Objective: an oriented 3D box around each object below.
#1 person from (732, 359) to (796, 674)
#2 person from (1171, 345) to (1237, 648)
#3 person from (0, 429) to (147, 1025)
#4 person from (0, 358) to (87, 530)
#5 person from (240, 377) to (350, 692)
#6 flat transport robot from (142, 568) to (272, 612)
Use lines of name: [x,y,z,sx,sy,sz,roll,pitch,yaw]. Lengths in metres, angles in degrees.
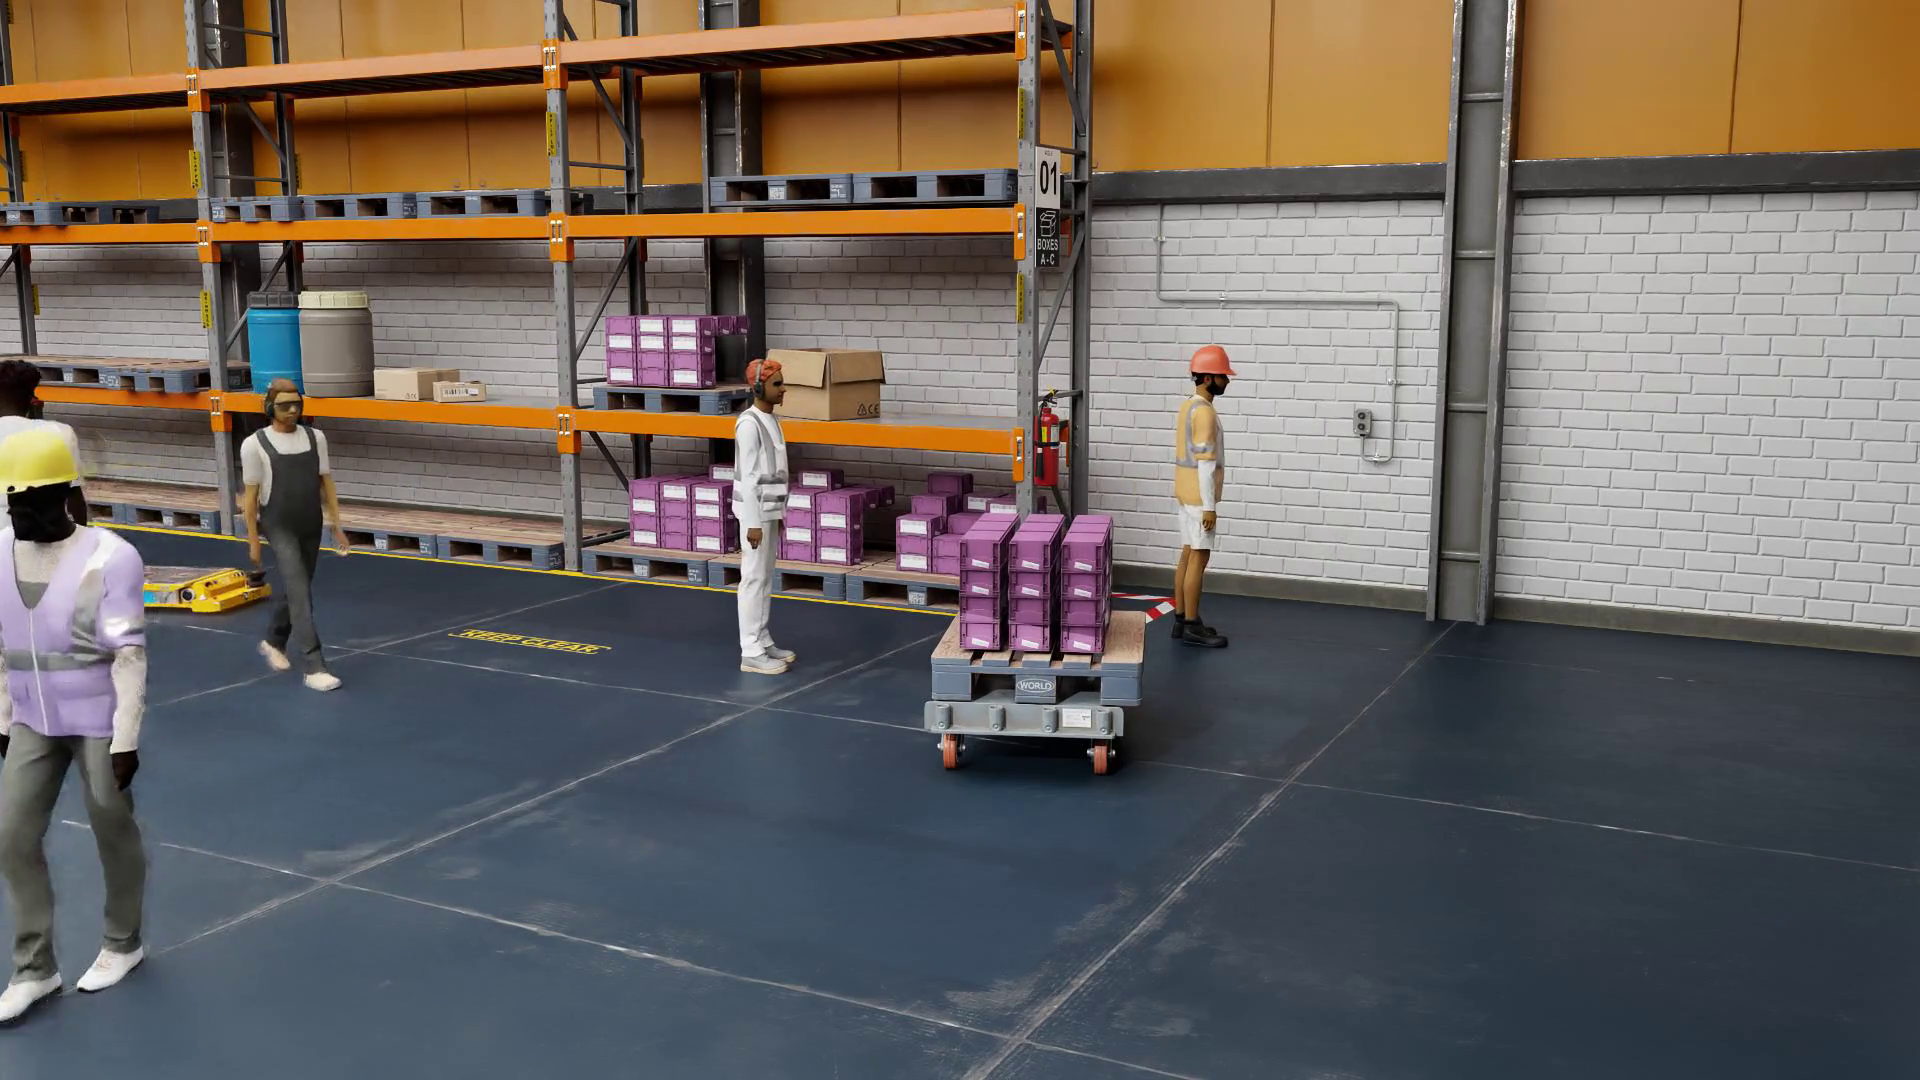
person: [-1.187,-0.148,10.049,0.359,1.882,0.575,1,9,7]
person: [1.575,-0.282,10.704,0.375,1.935,0.551,-1,9,-4]
person: [-2.939,0.600,5.357,0.619,1.899,0.751,1,9,8]
person: [-5.003,0.012,8.855,0.696,1.944,0.446,-5,10,-27]
person: [-3.941,-0.060,9.749,0.936,1.808,0.521,7,11,36]
flat transport robot: [-5.805,0.341,11.986,1.431,0.197,0.652,1,9,9]
